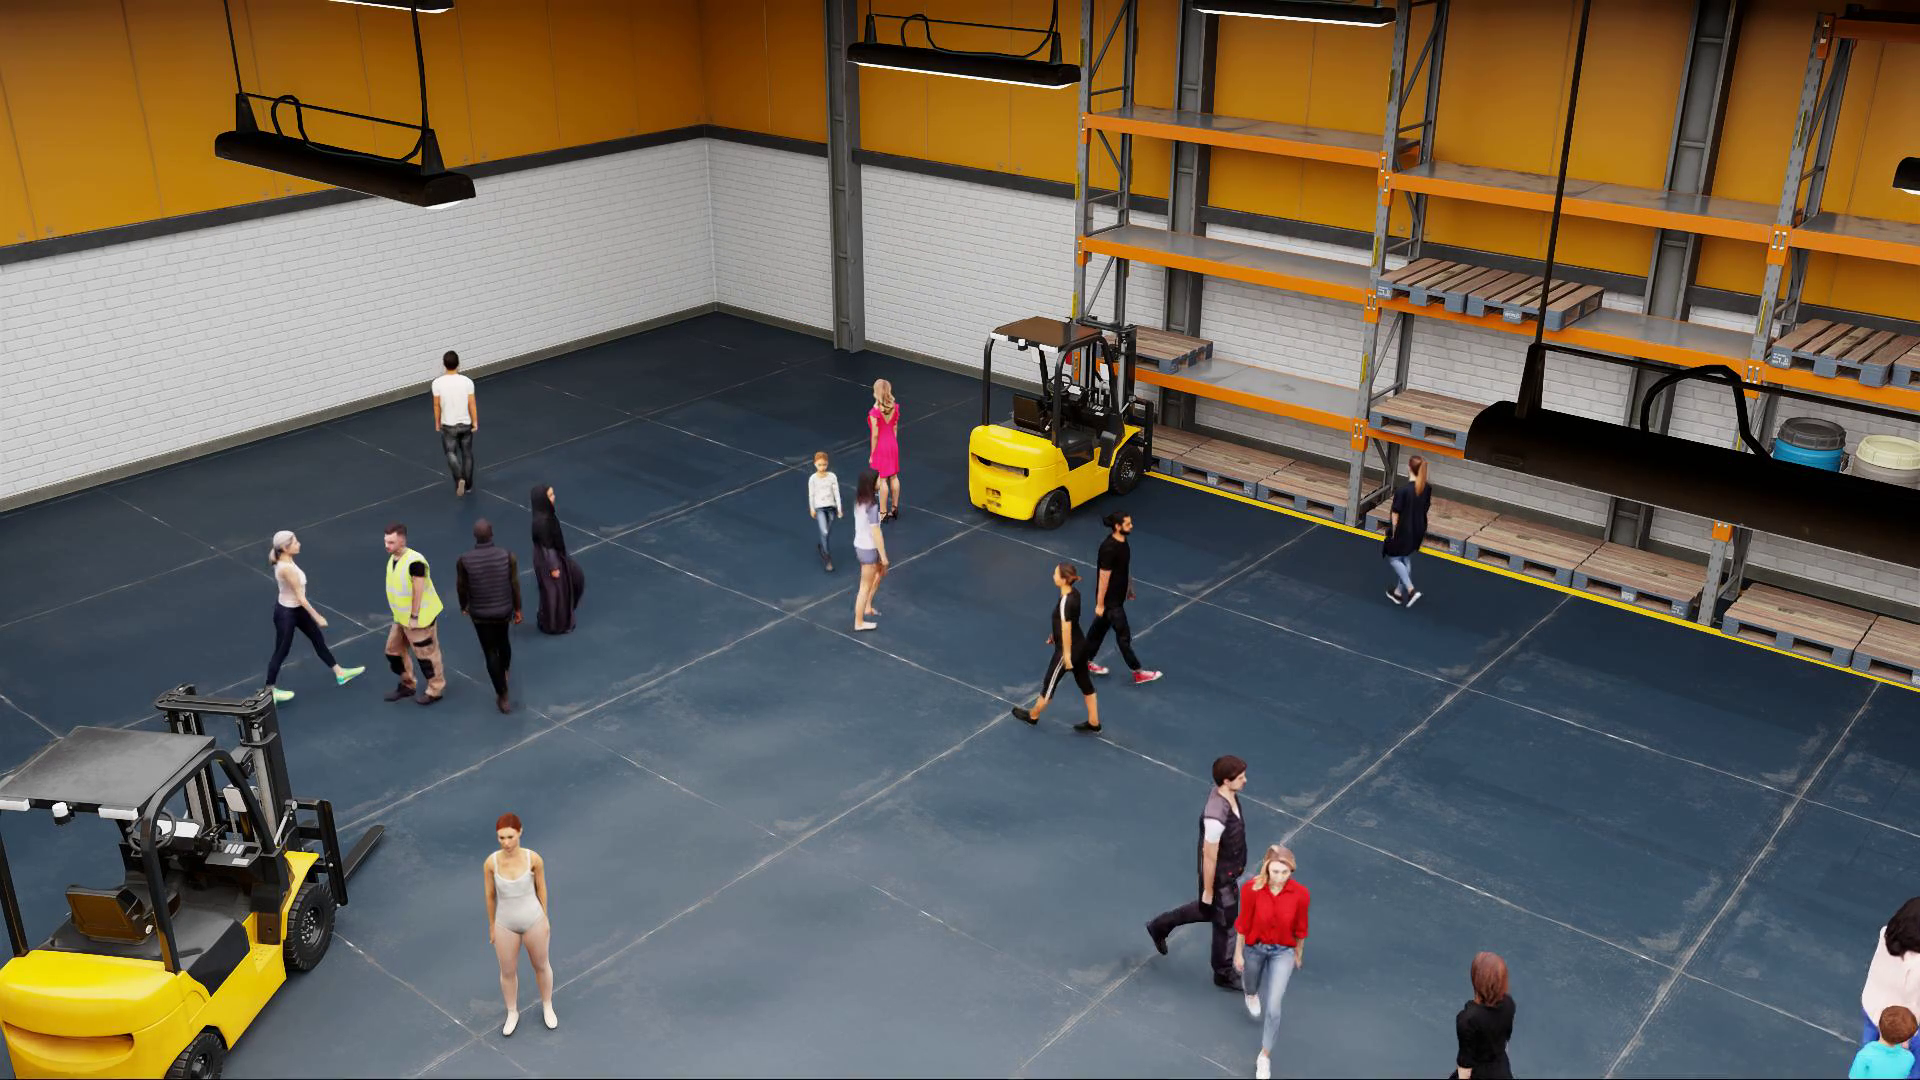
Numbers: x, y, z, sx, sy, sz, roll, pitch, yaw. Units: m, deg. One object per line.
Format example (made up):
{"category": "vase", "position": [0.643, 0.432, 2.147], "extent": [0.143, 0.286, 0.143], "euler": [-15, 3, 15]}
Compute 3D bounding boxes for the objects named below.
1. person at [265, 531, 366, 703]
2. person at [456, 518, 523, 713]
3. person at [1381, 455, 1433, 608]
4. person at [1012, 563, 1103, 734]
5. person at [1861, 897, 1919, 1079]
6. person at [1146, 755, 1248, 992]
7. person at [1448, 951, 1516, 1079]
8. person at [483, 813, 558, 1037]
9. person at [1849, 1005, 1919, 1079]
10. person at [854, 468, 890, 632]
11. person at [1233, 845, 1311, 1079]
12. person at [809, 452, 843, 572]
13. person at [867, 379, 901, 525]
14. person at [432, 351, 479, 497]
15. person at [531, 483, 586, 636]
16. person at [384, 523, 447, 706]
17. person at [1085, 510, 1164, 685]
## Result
{"category": "person", "position": [-6.209, 0.749, 15.212], "extent": [1.013, 1.651, 1.157], "euler": [-10, 25, -21]}
{"category": "person", "position": [-4.251, 0.714, 15.109], "extent": [0.974, 1.799, 1.159], "euler": [-11, 26, -23]}
{"category": "person", "position": [4.625, -0.054, 17.024], "extent": [0.877, 1.671, 0.994], "euler": [-7, 25, -16]}
{"category": "person", "position": [1.048, 0.987, 14.691], "extent": [1.110, 1.633, 0.796], "euler": [10, 25, 21]}
{"category": "person", "position": [5.576, 2.918, 10.113], "extent": [0.811, 1.761, 0.762], "euler": [-1, 24, -1]}
{"category": "person", "position": [1.686, 2.284, 11.484], "extent": [1.142, 1.825, 0.922], "euler": [7, 24, 15]}
{"category": "person", "position": [3.072, 3.194, 9.602], "extent": [0.840, 1.665, 1.111], "euler": [-13, 27, -28]}
{"category": "person", "position": [-2.942, 2.547, 11.108], "extent": [0.616, 1.644, 0.648], "euler": [-6, 24, -13]}
{"category": "person", "position": [5.252, 3.348, 9.552], "extent": [0.815, 1.423, 0.864], "euler": [-2, 24, -4]}
{"category": "person", "position": [-0.991, 0.109, 16.590], "extent": [0.779, 1.721, 0.709], "euler": [-8, 25, -17]}
{"category": "person", "position": [2.004, 2.643, 10.836], "extent": [1.069, 1.685, 1.015], "euler": [3, 24, 6]}
{"category": "person", "position": [-1.480, -0.361, 18.197], "extent": [0.785, 1.295, 0.957], "euler": [-7, 25, -16]}
{"category": "person", "position": [-0.861, -1.032, 19.189], "extent": [0.552, 1.729, 0.578], "euler": [22, 32, 40]}
{"category": "person", "position": [-6.011, -1.355, 19.857], "extent": [0.887, 1.787, 1.031], "euler": [-9, 25, -20]}
{"category": "person", "position": [-4.147, 0.187, 16.554], "extent": [0.866, 1.607, 0.807], "euler": [-3, 24, -6]}
{"category": "person", "position": [-4.938, 0.652, 15.219], "extent": [0.724, 1.824, 0.738], "euler": [20, 30, 38]}
{"category": "person", "position": [1.339, 0.528, 15.630], "extent": [1.168, 1.721, 0.924], "euler": [7, 25, 16]}
